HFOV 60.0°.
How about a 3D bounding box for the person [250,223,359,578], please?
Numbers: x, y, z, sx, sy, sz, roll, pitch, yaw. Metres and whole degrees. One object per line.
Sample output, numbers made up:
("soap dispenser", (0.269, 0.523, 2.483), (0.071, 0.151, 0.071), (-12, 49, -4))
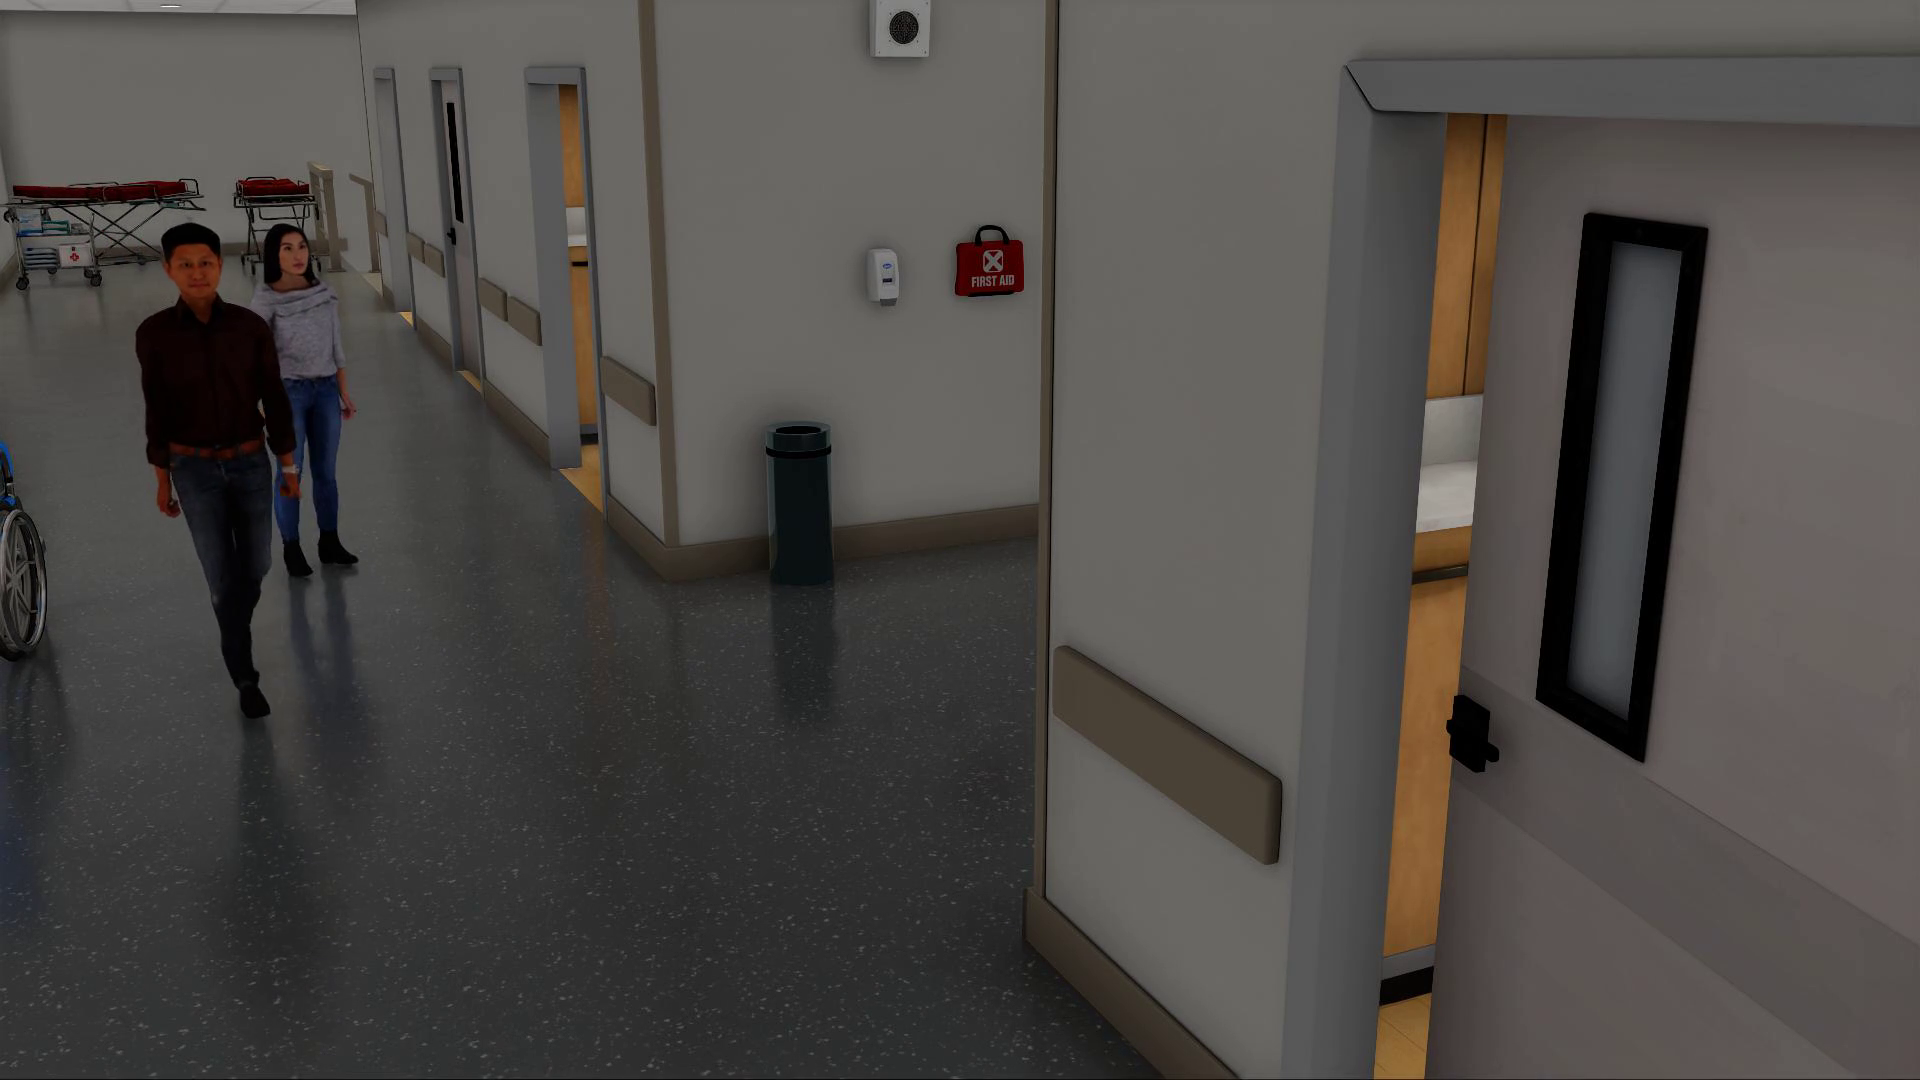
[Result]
("person", (-3.066, -0.654, 7.729), (0.676, 1.633, 0.678), (11, 19, 34))

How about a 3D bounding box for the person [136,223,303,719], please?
("person", (-2.718, -0.260, 6.104), (0.742, 1.756, 1.108), (-10, 19, -31))
